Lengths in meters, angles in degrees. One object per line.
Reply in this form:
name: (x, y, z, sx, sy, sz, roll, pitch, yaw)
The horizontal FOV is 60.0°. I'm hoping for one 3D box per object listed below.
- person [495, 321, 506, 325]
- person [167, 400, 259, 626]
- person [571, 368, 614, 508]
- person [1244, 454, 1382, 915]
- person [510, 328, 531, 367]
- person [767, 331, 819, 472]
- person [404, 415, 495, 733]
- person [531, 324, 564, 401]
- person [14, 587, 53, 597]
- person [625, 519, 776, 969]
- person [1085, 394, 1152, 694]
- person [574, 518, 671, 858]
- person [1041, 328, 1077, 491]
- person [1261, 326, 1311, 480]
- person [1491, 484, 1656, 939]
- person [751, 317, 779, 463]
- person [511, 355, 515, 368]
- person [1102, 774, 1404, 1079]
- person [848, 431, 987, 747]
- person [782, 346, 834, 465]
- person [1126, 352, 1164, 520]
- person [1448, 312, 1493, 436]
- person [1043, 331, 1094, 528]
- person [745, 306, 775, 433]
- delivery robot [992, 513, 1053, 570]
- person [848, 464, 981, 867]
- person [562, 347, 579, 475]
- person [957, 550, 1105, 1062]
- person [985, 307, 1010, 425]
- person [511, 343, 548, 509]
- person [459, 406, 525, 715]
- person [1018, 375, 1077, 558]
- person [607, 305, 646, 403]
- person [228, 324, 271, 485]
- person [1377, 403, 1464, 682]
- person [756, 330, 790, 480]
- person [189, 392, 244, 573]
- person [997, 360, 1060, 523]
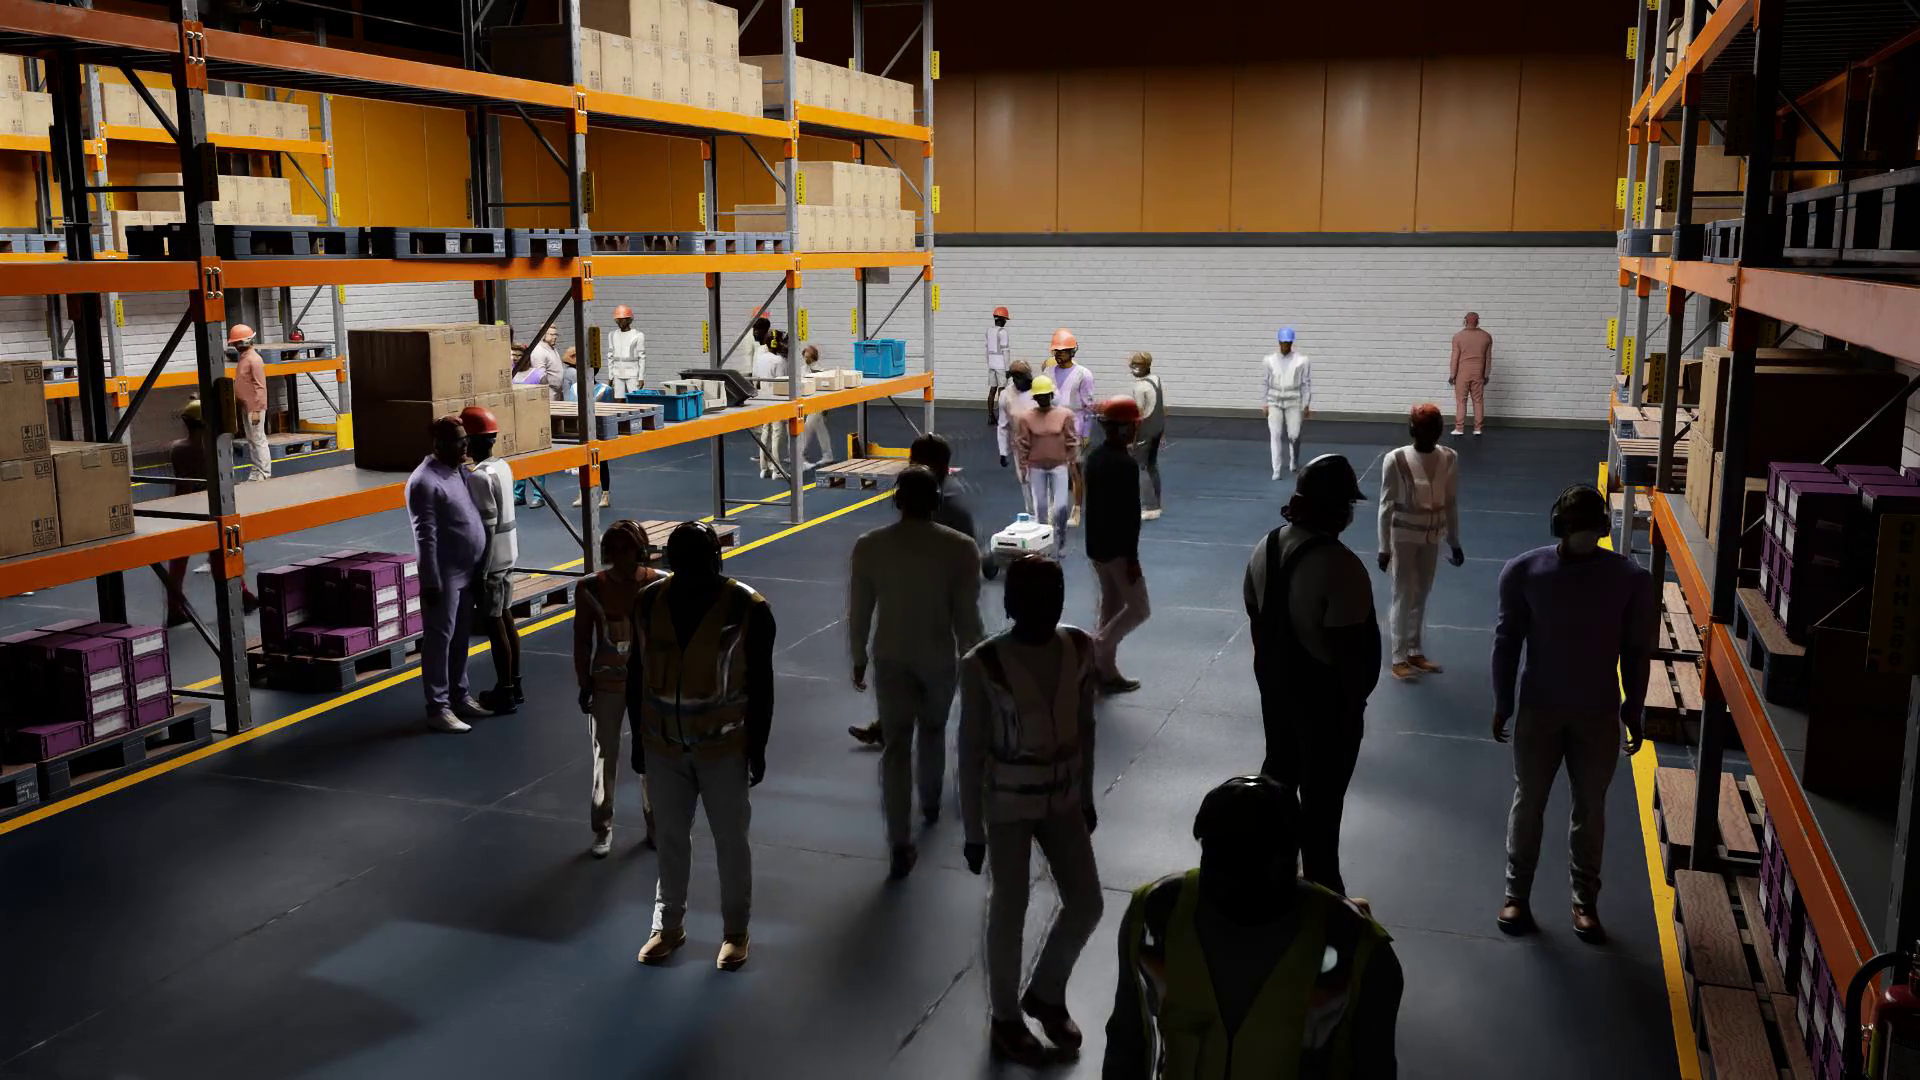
person: (-7.528, -2.693, 26.932, 0.969, 1.696, 0.531, -5, 11, -27)
person: (-5.885, -0.227, 12.994, 0.543, 1.727, 0.876, 4, 11, 24)
person: (-4.110, -1.201, 18.547, 0.531, 1.698, 0.320, 2, 10, 12)
person: (1.580, 0.628, 7.282, 0.535, 2.000, 0.687, -5, 11, -25)
person: (-5.926, -1.879, 21.902, 0.626, 1.860, 1.005, -4, 11, -24)
person: (-2.231, -1.772, 21.416, 0.928, 1.813, 0.505, 8, 13, 39)
person: (-3.070, 0.195, 10.100, 0.400, 1.910, 0.643, 2, 10, 10)
person: (-5.379, -1.890, 21.852, 0.402, 1.902, 0.652, 0, 10, 0)
person: (-7.874, -0.352, 13.947, 0.266, 1.631, 0.507, 0, 10, 3)
person: (-1.064, 0.825, 6.752, 0.624, 1.840, 0.429, 2, 10, 11)
person: (0.980, 0.050, 10.719, 0.479, 1.974, 0.634, -4, 11, -20)
person: (-1.587, 0.703, 8.001, 0.515, 1.636, 0.315, -3, 11, -17)
person: (1.229, -1.555, 19.869, 0.362, 1.935, 0.551, -10, 14, -43)
person: (4.069, -1.716, 20.792, 0.609, 1.934, 0.584, 4, 11, 19)
person: (2.573, 0.721, 7.047, 0.636, 1.937, 0.357, 3, 11, 17)
person: (-2.611, -2.008, 22.343, 0.363, 1.962, 0.612, -5, 11, -28)
person: (-5.707, -1.677, 20.554, 0.553, 1.935, 0.362, 5, 11, 25)
person: (0.601, 1.387, 3.576, 0.634, 1.839, 0.429, 4, 11, 22)
person: (-0.096, 0.311, 9.569, 1.051, 1.877, 0.617, -1, 10, -8)
person: (-2.018, -1.755, 21.945, 0.867, 1.584, 0.541, -6, 12, -31)
person: (2.038, -1.114, 17.777, 0.401, 1.809, 0.590, 7, 12, 33)
person: (7.826, -2.552, 25.574, 0.652, 1.906, 0.403, -1, 10, -6)
person: (1.075, -1.140, 17.234, 0.615, 2.041, 0.387, 7, 12, 35)
person: (-3.057, -2.642, 25.877, 0.644, 1.973, 0.463, -9, 14, -43)
delivery robot: (0.557, 0.009, 14.679, 0.477, 0.478, 0.707, 5, 11, 25)
person: (-0.222, 0.571, 8.056, 0.644, 1.891, 1.005, 0, 10, 2)
person: (-4.926, -1.654, 21.278, 0.264, 1.632, 0.508, -6, 12, -30)
person: (0.265, 0.957, 5.906, 0.617, 1.867, 0.477, -6, 12, -32)
person: (0.644, -2.812, 26.973, 0.367, 1.930, 0.542, -8, 13, -37)
person: (-4.834, -1.275, 18.555, 0.563, 1.843, 0.392, 4, 11, 23)
person: (-2.959, 0.131, 10.375, 0.375, 1.935, 0.551, 0, 10, 0)
person: (0.807, -0.662, 15.379, 0.546, 1.736, 0.454, 1, 10, 8)
person: (-4.911, -2.420, 24.443, 0.609, 2.043, 0.376, 3, 11, 17)
person: (-8.466, -1.573, 19.837, 0.393, 1.985, 0.611, -8, 13, -36)
person: (3.122, 0.017, 11.256, 0.594, 1.868, 0.583, -4, 11, -21)
person: (-2.342, -1.688, 20.827, 0.330, 1.866, 0.512, -10, 14, -44)
person: (-6.736, -0.529, 14.949, 0.433, 1.628, 0.566, -8, 13, -37)
person: (0.706, -0.912, 16.691, 0.655, 1.787, 0.660, 4, 11, 19)
